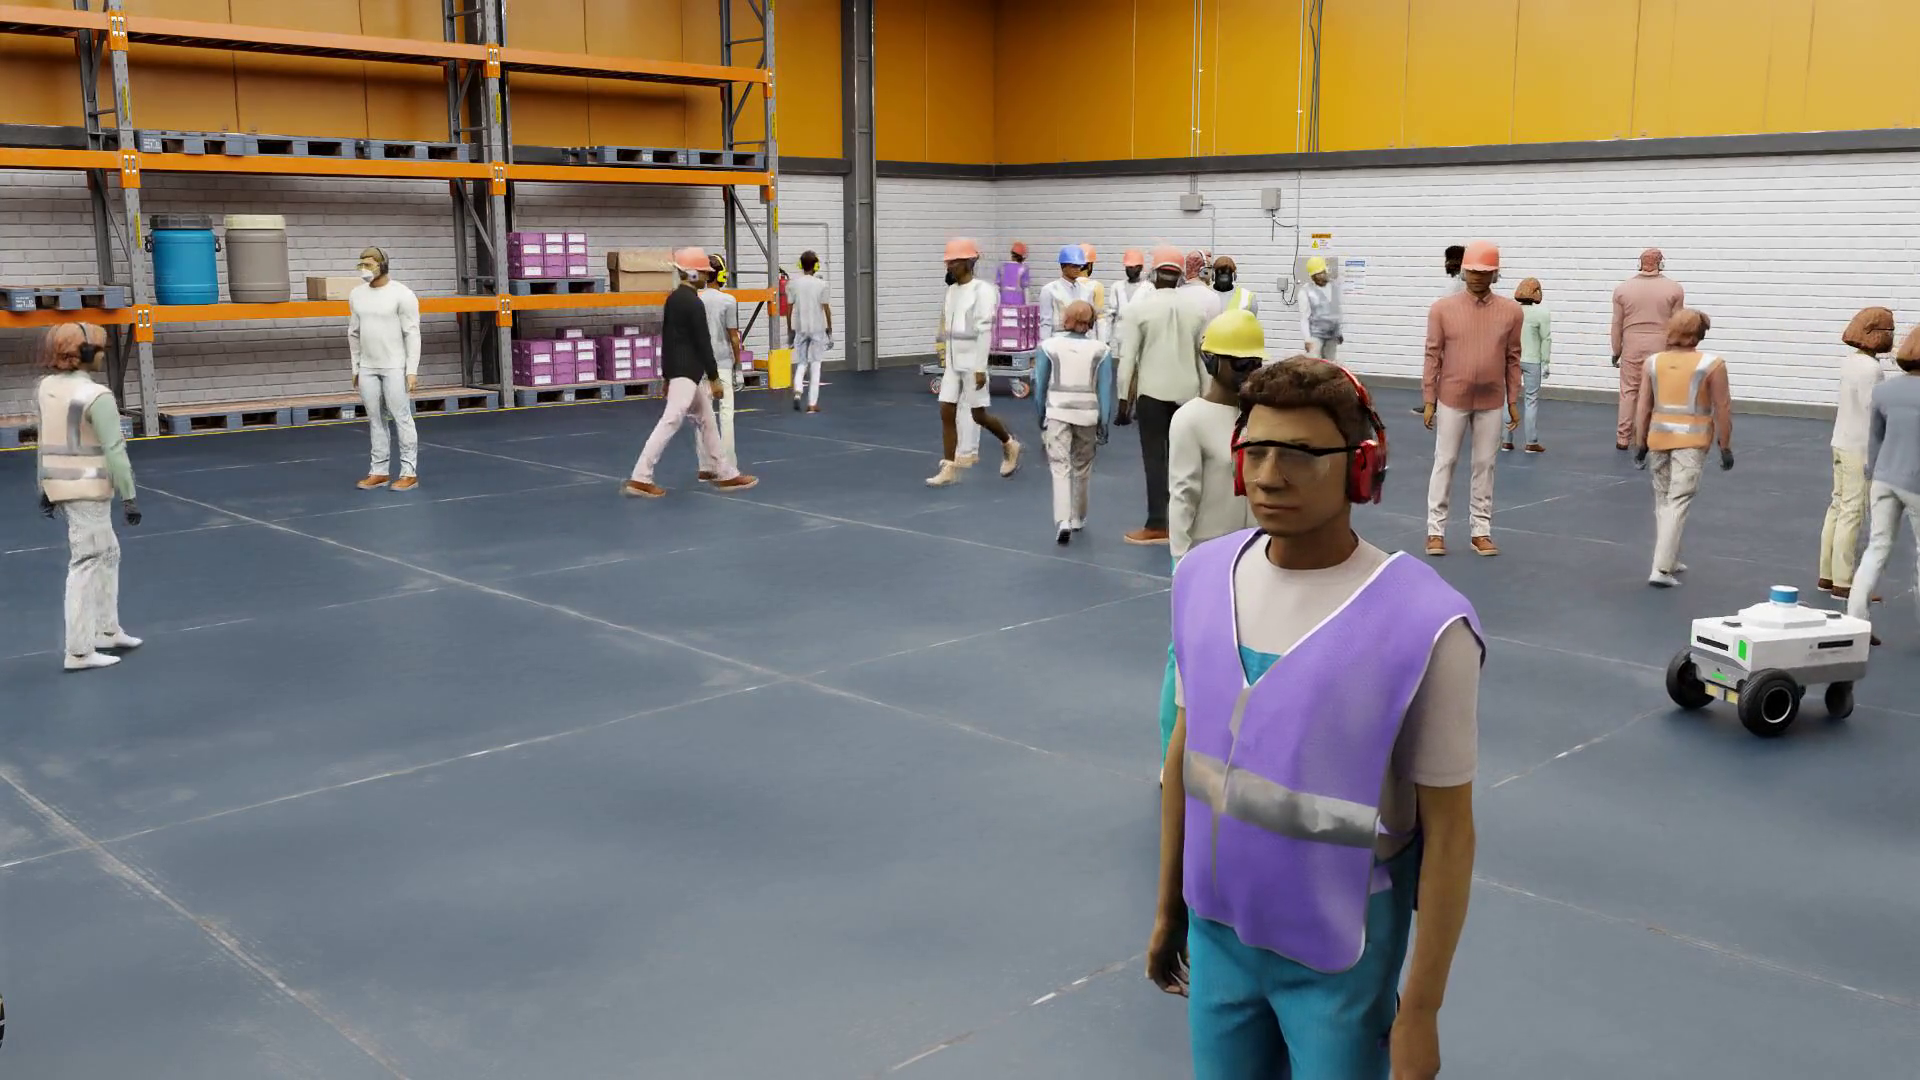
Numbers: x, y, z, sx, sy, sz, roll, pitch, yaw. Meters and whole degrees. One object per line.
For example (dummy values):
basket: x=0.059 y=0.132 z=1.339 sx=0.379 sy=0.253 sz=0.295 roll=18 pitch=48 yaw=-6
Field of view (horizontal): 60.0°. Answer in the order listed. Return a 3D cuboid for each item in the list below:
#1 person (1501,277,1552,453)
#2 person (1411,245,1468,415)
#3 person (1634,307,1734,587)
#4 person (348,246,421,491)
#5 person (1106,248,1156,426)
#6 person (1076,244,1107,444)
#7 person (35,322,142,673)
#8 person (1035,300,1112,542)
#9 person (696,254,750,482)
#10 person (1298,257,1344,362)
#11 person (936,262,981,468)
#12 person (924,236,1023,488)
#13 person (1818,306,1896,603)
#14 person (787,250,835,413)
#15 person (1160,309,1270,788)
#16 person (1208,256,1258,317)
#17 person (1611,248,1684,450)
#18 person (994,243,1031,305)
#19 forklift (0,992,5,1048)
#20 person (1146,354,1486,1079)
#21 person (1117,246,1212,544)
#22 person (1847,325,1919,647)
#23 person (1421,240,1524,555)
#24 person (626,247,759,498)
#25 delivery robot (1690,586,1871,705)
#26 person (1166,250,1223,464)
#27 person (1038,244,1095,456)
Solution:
person: x=5.282 y=-1.635 z=15.568 sx=0.499 sy=1.634 sz=0.285 roll=10 pitch=14 yaw=44
person: x=5.541 y=-2.307 z=18.442 sx=0.974 sy=1.930 sz=0.612 roll=8 pitch=13 yaw=36
person: x=4.195 y=-0.540 z=9.694 sx=0.565 sy=1.635 sz=0.526 roll=-7 pitch=13 yaw=-35
person: x=-4.569 y=-1.354 z=13.206 sx=0.635 sy=1.937 sz=0.355 roll=4 pitch=11 yaw=20
person: x=1.888 y=-2.211 z=18.026 sx=0.548 sy=1.898 sz=0.985 roll=6 pitch=12 yaw=31
person: x=1.187 y=-1.887 z=16.109 sx=0.542 sy=1.939 sz=0.361 roll=7 pitch=12 yaw=32
person: x=-4.035 y=-0.210 z=7.821 sx=0.550 sy=1.615 sz=0.606 roll=6 pitch=12 yaw=31
person: x=0.756 y=-0.797 z=11.108 sx=0.509 sy=1.604 sz=0.808 roll=0 pitch=10 yaw=2
person: x=-1.999 y=-1.398 z=13.642 sx=0.521 sy=1.869 sz=0.328 roll=5 pitch=11 yaw=24
person: x=4.217 y=-2.369 z=19.195 sx=0.707 sy=1.784 sz=0.407 roll=-5 pitch=12 yaw=-27
person: x=0.003 y=-1.554 z=14.563 sx=0.430 sy=1.845 sz=0.619 roll=3 pitch=11 yaw=18
person: x=0.120 y=-1.444 z=13.484 sx=0.873 sy=2.020 sz=0.609 roll=-9 pitch=13 yaw=-39
person: x=5.014 y=-0.479 z=9.267 sx=0.279 sy=1.633 sz=0.501 roll=2 pitch=11 yaw=13
person: x=-1.699 y=-2.363 z=18.948 sx=0.516 sy=1.852 sz=0.413 roll=2 pitch=11 yaw=13
person: x=0.949 y=0.058 z=5.983 sx=0.329 sy=1.765 sz=0.533 roll=10 pitch=15 yaw=44
person: x=2.273 y=-1.548 z=14.527 sx=0.627 sy=1.845 sz=0.429 roll=2 pitch=11 yaw=8
person: x=6.451 y=-1.780 z=15.632 sx=0.640 sy=1.905 sz=0.410 roll=5 pitch=12 yaw=27
person: x=0.809 y=-3.676 z=26.012 sx=0.616 sy=1.899 sz=0.436 roll=4 pitch=11 yaw=21
forklift: x=-3.245 y=0.323 z=3.363 sx=2.313 sy=2.155 sz=1.214 roll=2 pitch=11 yaw=13
person: x=0.533 y=0.632 z=2.620 sx=0.377 sy=1.846 sz=0.570 roll=-8 pitch=13 yaw=-37
person: x=1.367 y=-0.958 z=11.063 sx=0.663 sy=1.957 sz=0.625 roll=-3 pitch=11 yaw=-16
person: x=4.658 y=-0.255 z=8.121 sx=0.704 sy=1.601 sz=0.522 roll=-4 pitch=11 yaw=-21
person: x=3.231 y=-0.884 z=10.495 sx=0.618 sy=1.990 sz=0.394 roll=1 pitch=10 yaw=3
person: x=-2.125 y=-1.290 z=12.875 sx=1.067 sy=1.936 sz=0.603 roll=-4 pitch=11 yaw=-22
delivery robot: x=3.437 y=0.436 z=6.965 sx=0.707 sy=0.478 sz=0.477 roll=-3 pitch=11 yaw=-17
person: x=1.877 y=-1.336 z=13.197 sx=0.408 sy=1.908 sz=0.644 roll=-7 pitch=13 yaw=-35
person: x=0.981 y=-1.718 z=15.191 sx=0.611 sy=1.941 sz=0.414 roll=-8 pitch=13 yaw=-37
